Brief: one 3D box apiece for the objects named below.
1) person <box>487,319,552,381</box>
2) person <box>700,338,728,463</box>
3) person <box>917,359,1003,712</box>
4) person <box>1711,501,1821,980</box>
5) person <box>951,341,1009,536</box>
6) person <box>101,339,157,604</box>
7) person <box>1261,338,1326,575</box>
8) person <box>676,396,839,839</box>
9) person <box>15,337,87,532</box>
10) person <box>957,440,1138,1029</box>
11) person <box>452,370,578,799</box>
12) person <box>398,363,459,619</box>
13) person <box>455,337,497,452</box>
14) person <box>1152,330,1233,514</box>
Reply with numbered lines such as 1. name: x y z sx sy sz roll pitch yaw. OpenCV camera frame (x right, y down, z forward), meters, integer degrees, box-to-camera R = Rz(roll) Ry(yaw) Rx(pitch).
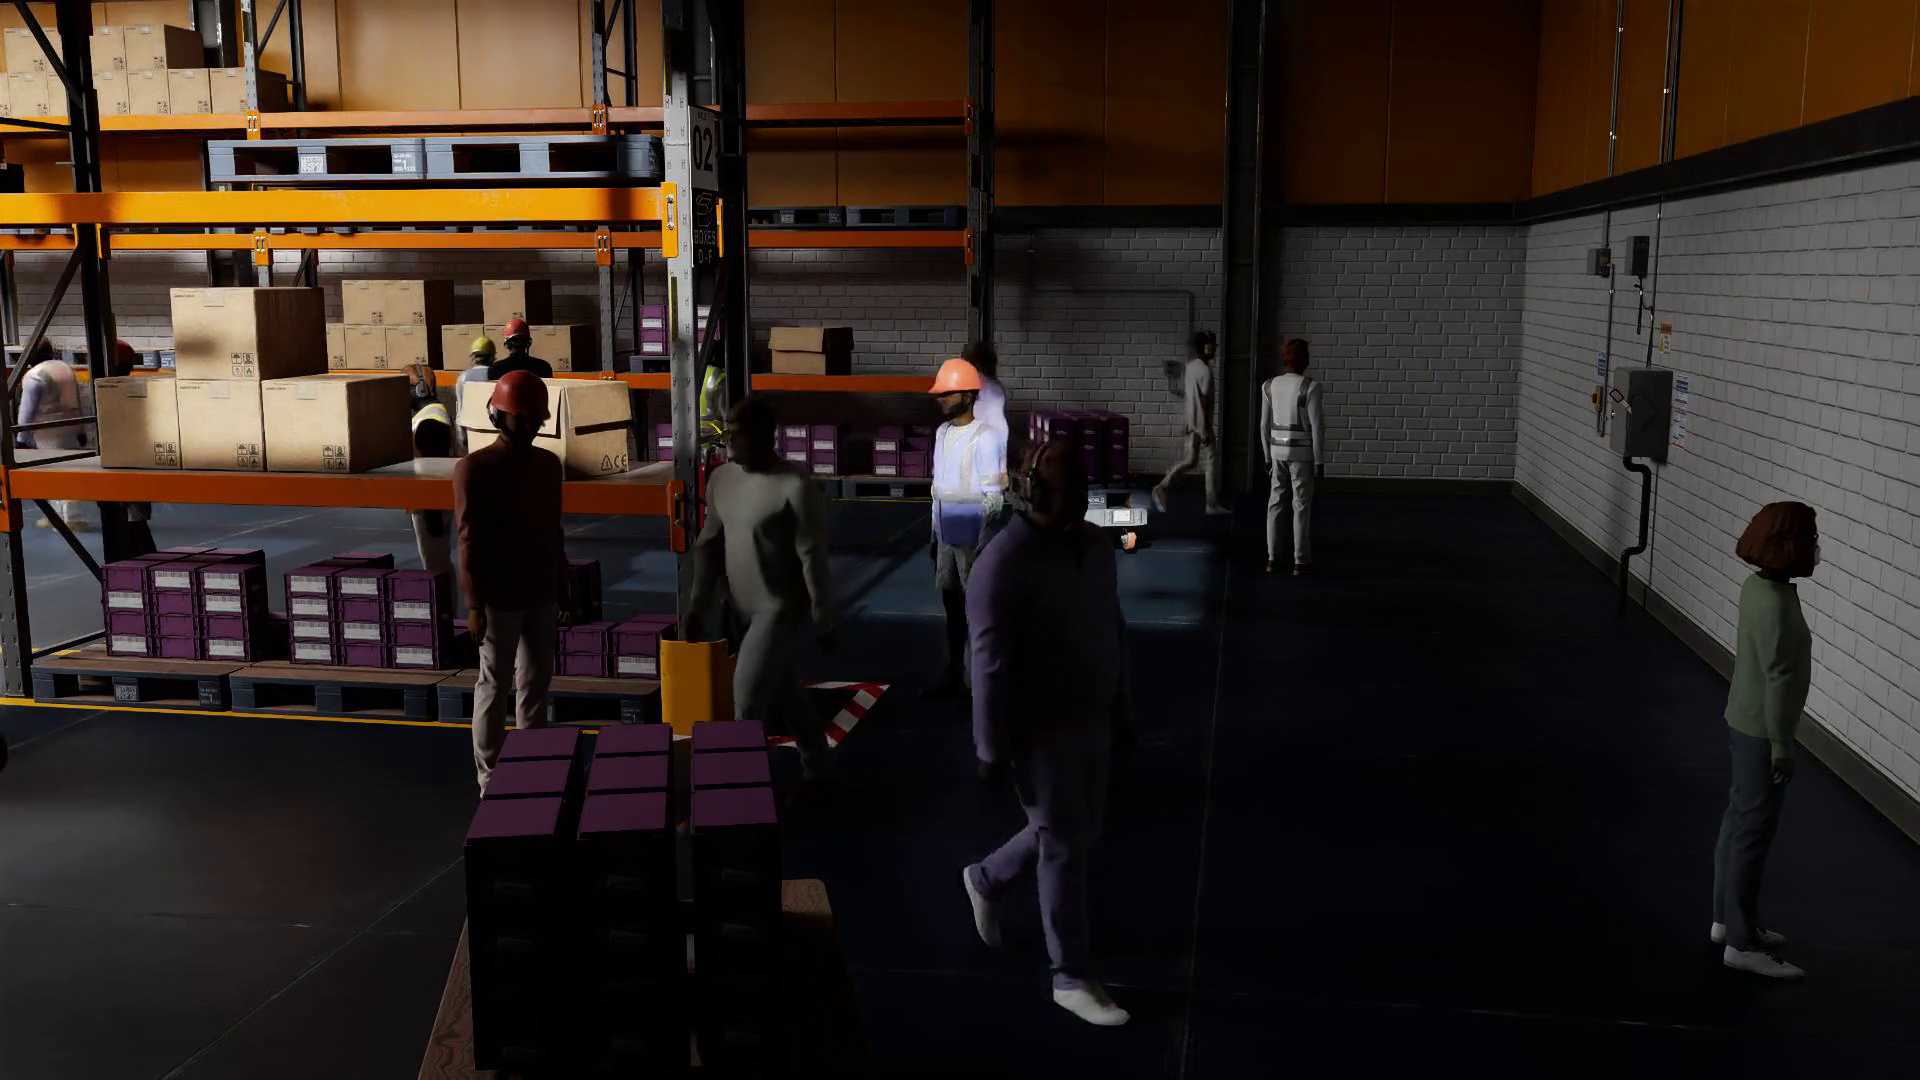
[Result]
1. person: -3.917 -0.970 14.843 0.626 1.992 0.387 -7 11 -37
2. person: -2.140 -0.835 14.506 0.620 1.838 0.430 8 12 42
3. person: -0.002 -0.027 9.174 0.359 1.938 0.547 -7 11 -36
4. person: 2.799 0.674 5.760 0.286 1.633 0.500 3 10 16
5. person: 0.108 -0.506 12.289 0.394 1.899 0.710 -5 10 -26
6. person: -5.976 -0.468 11.894 0.545 1.942 0.349 9 13 43
7. person: 2.663 -0.660 13.263 0.573 1.885 0.356 9 13 44
8. person: -0.862 0.317 7.228 0.617 1.884 0.999 9 13 44
9. person: -8.453 -0.970 15.371 0.698 1.814 0.662 1 9 3
10. person: 0.279 0.593 5.507 0.779 1.880 0.652 7 12 38
11. person: -1.931 0.248 7.319 0.392 1.985 0.609 5 11 30
12. person: -3.413 -0.212 10.659 0.429 1.838 0.632 -3 10 -20
13. person: -4.560 -1.074 16.139 0.593 1.795 0.892 3 10 19
14. person: 2.309 -1.148 16.436 0.796 1.847 0.517 -3 10 -20
